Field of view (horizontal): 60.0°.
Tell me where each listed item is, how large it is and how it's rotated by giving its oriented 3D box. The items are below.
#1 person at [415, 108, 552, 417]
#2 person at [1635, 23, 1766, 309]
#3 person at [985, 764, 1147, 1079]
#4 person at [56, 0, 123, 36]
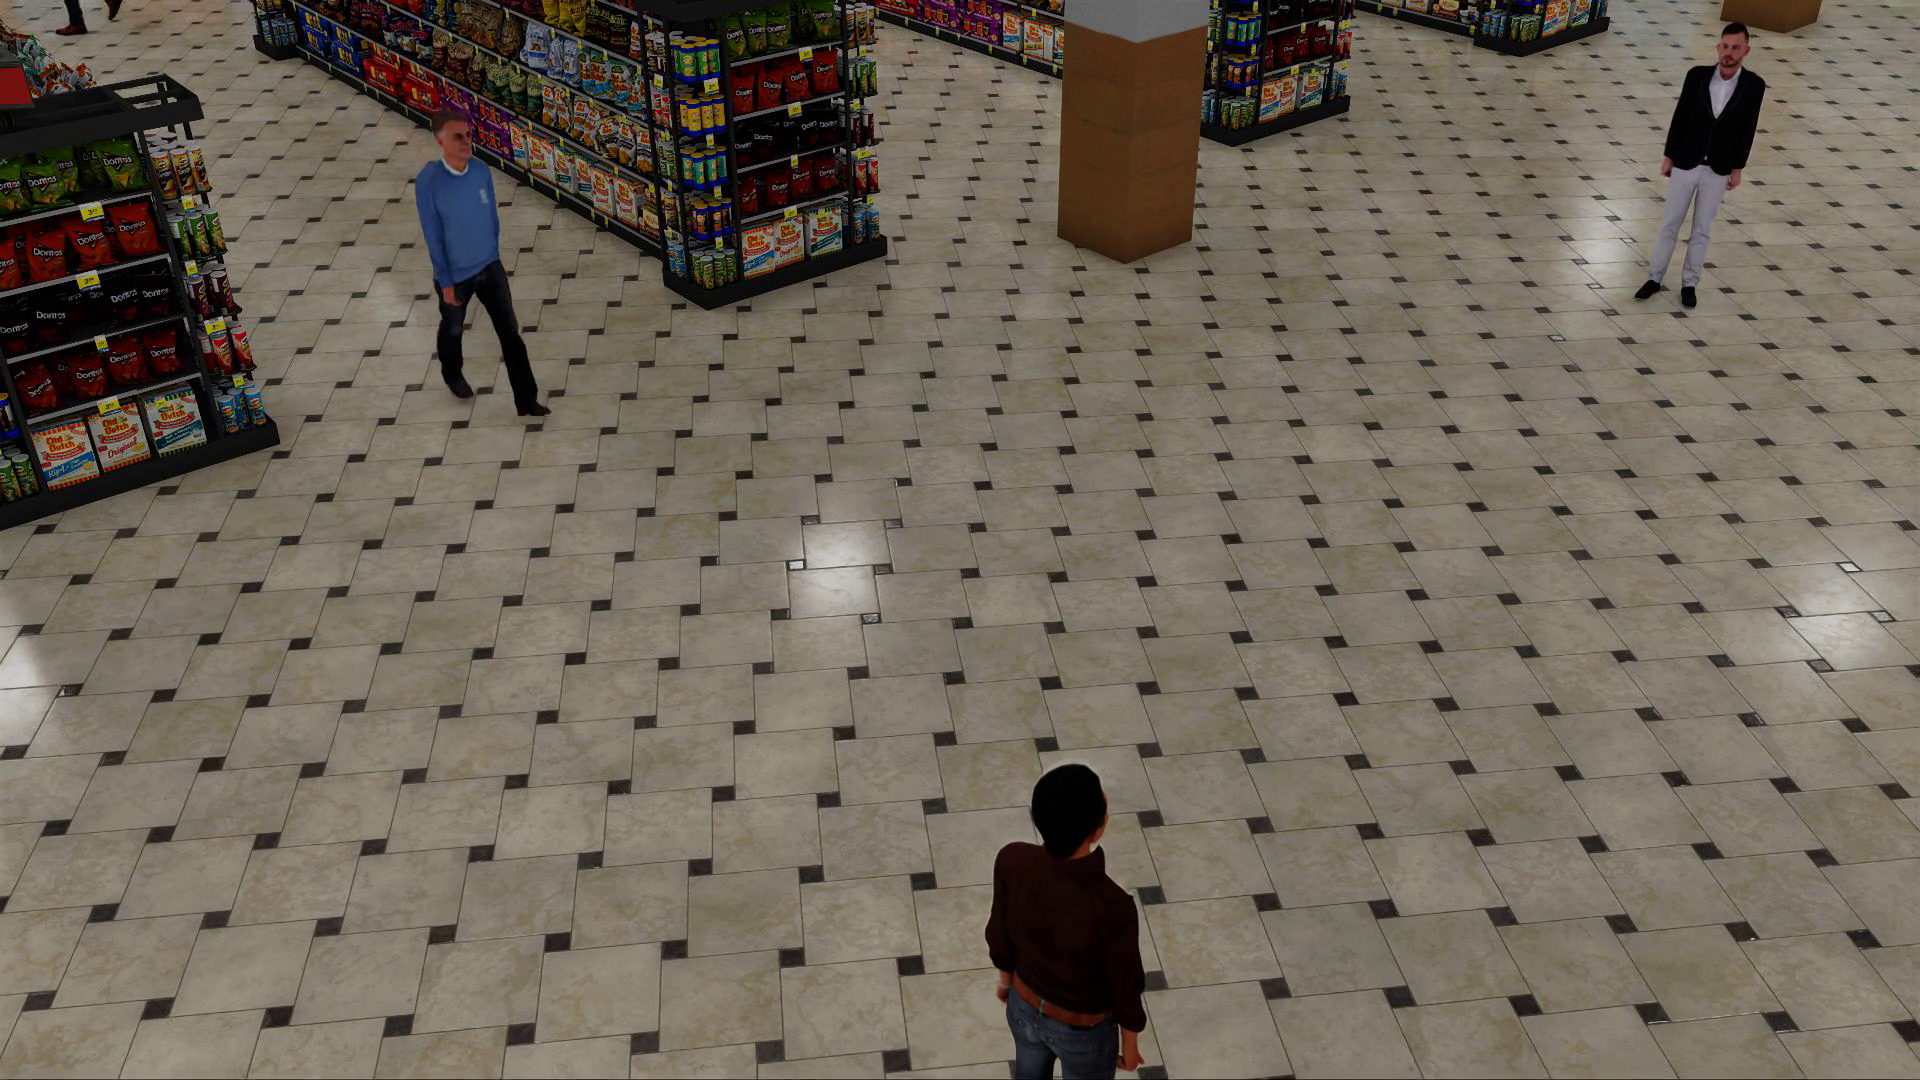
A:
[{"bbox_3d":[-2.856,-1.561,9.447,0.684,1.774,1.152,-26,40,-36],"label":"person"},{"bbox_3d":[4.816,-2.427,10.774,0.633,1.844,0.790,16,35,23],"label":"person"},{"bbox_3d":[0.292,1.360,4.747,0.558,1.782,0.756,20,37,29],"label":"person"},{"bbox_3d":[-8.813,-5.941,16.447,0.982,1.817,0.986,-7,33,-12],"label":"person"}]
